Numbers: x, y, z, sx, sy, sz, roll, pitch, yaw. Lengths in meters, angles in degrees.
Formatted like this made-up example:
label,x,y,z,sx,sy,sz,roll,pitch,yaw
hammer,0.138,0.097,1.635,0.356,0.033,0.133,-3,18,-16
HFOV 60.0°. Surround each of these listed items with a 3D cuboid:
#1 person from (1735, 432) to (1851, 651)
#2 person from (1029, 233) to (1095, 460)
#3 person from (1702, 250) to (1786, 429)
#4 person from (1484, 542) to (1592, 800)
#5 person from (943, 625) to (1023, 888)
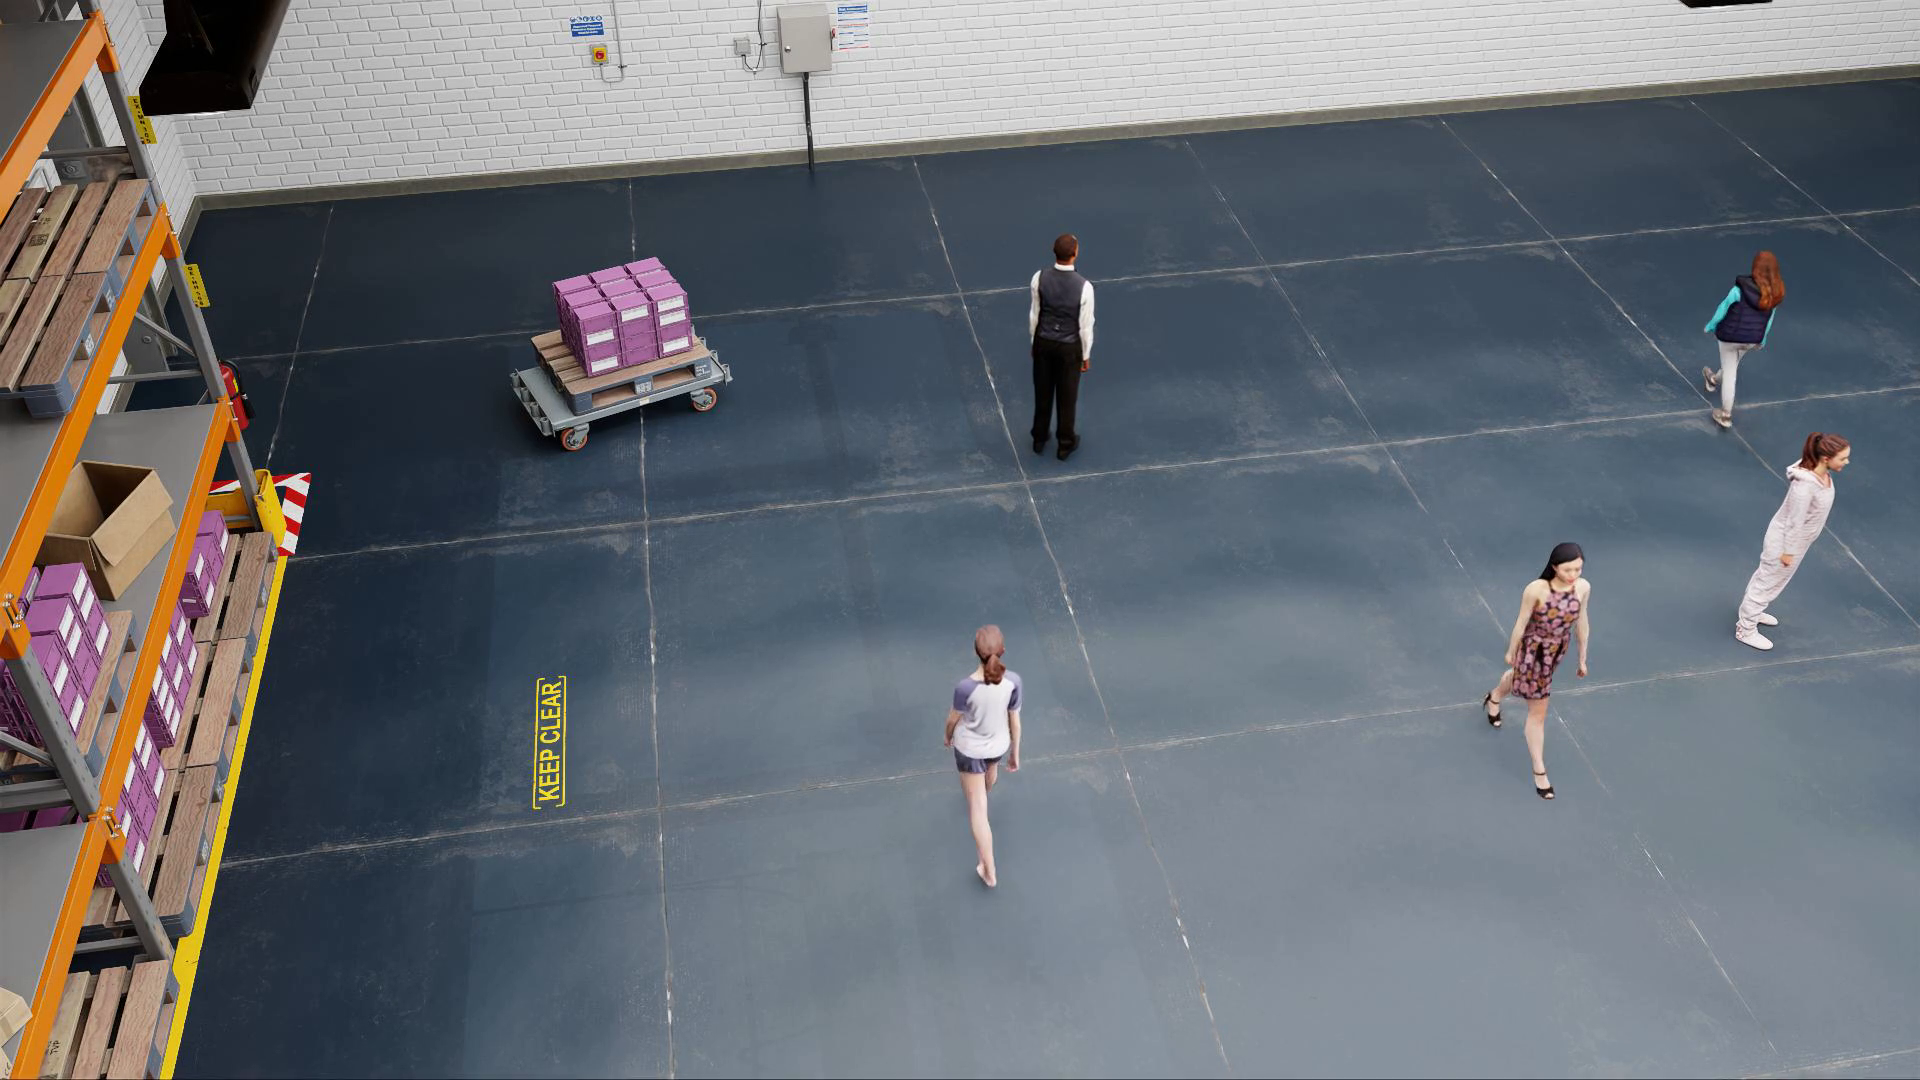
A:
label,x,y,z,sx,sy,sz,roll,pitch,yaw
person,5.659,-0.035,11.377,0.788,1.693,0.712,20,43,23
person,0.767,-1.516,13.052,0.771,1.917,0.771,13,40,15
person,6.369,-1.608,13.535,0.625,1.457,0.972,-4,39,-4
person,3.610,0.681,10.465,0.636,1.712,1.159,-8,39,-10
person,0.149,1.280,9.713,0.683,1.714,1.168,-11,40,-14
